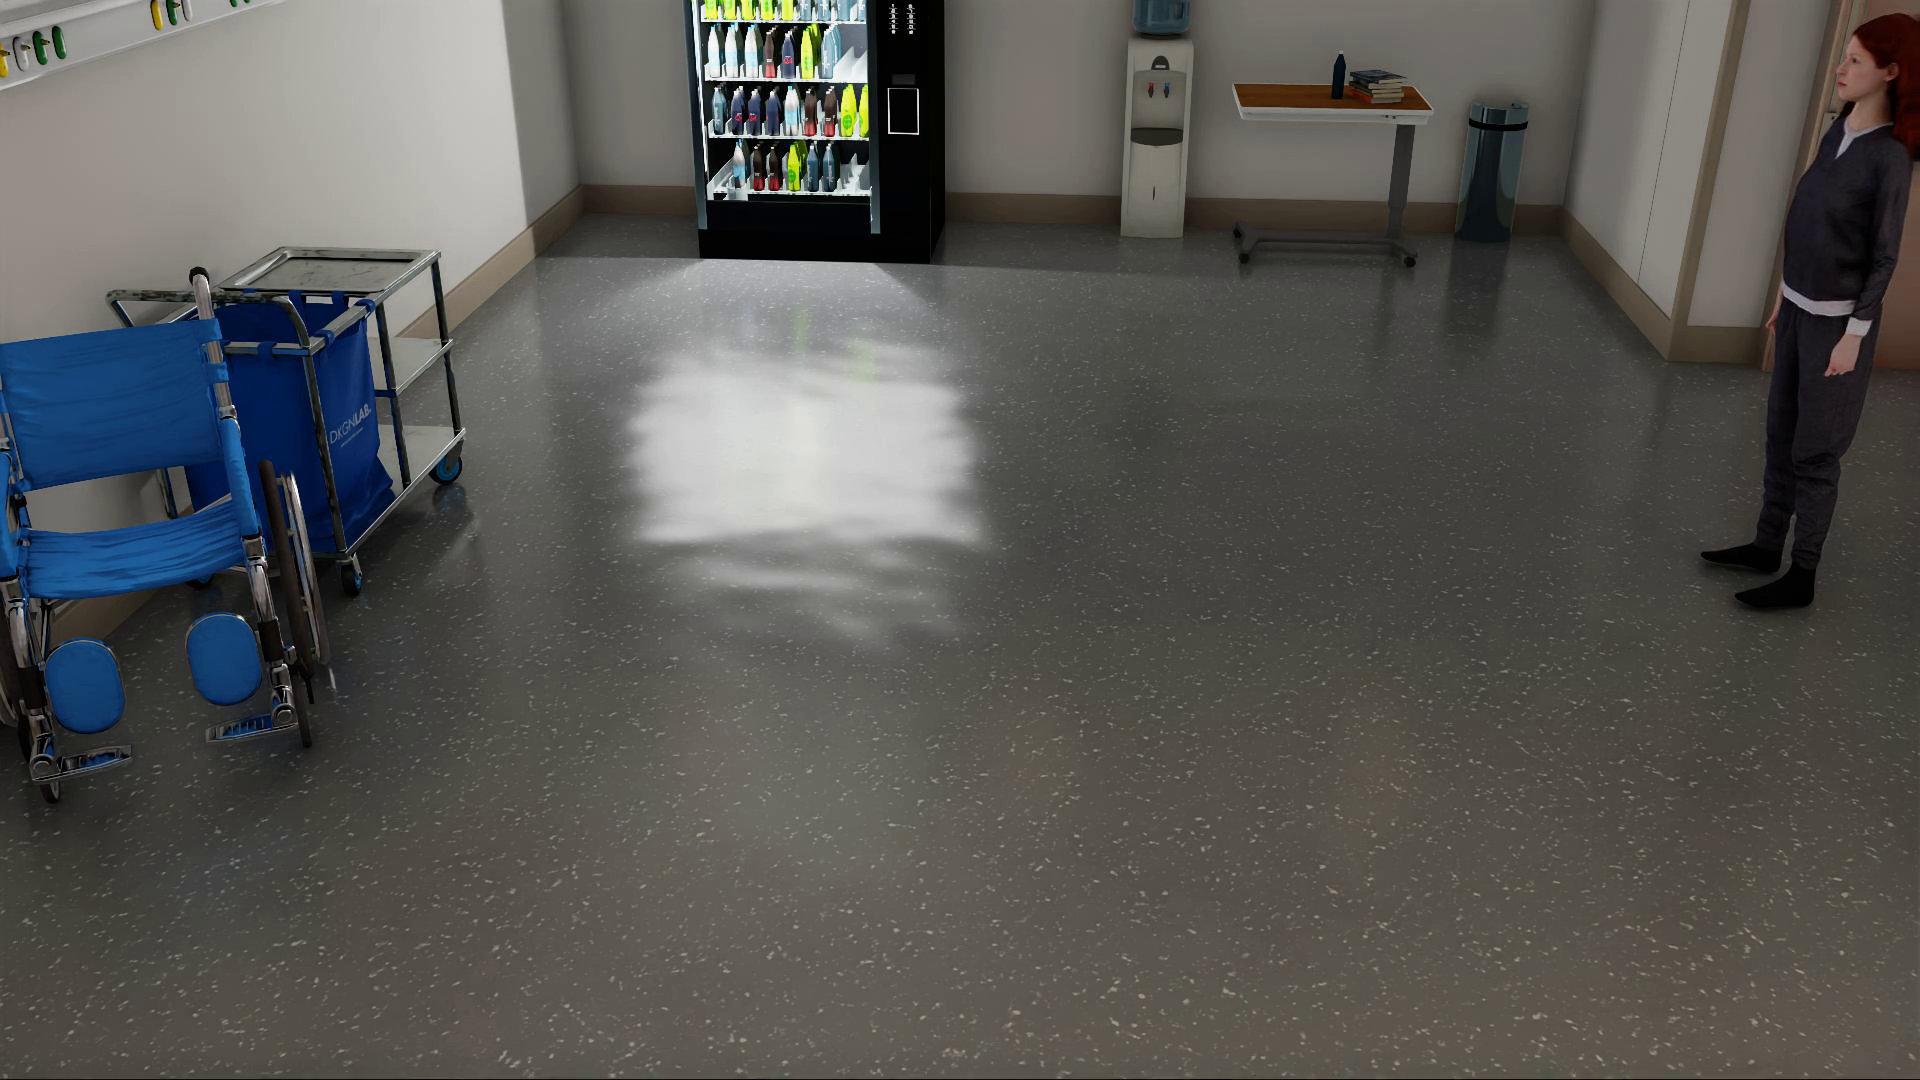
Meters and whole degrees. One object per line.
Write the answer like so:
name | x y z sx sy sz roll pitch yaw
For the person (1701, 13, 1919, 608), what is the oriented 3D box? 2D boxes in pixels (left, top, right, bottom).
person | 2.576 -0.645 4.949 0.501 1.779 0.600 0 26 1
